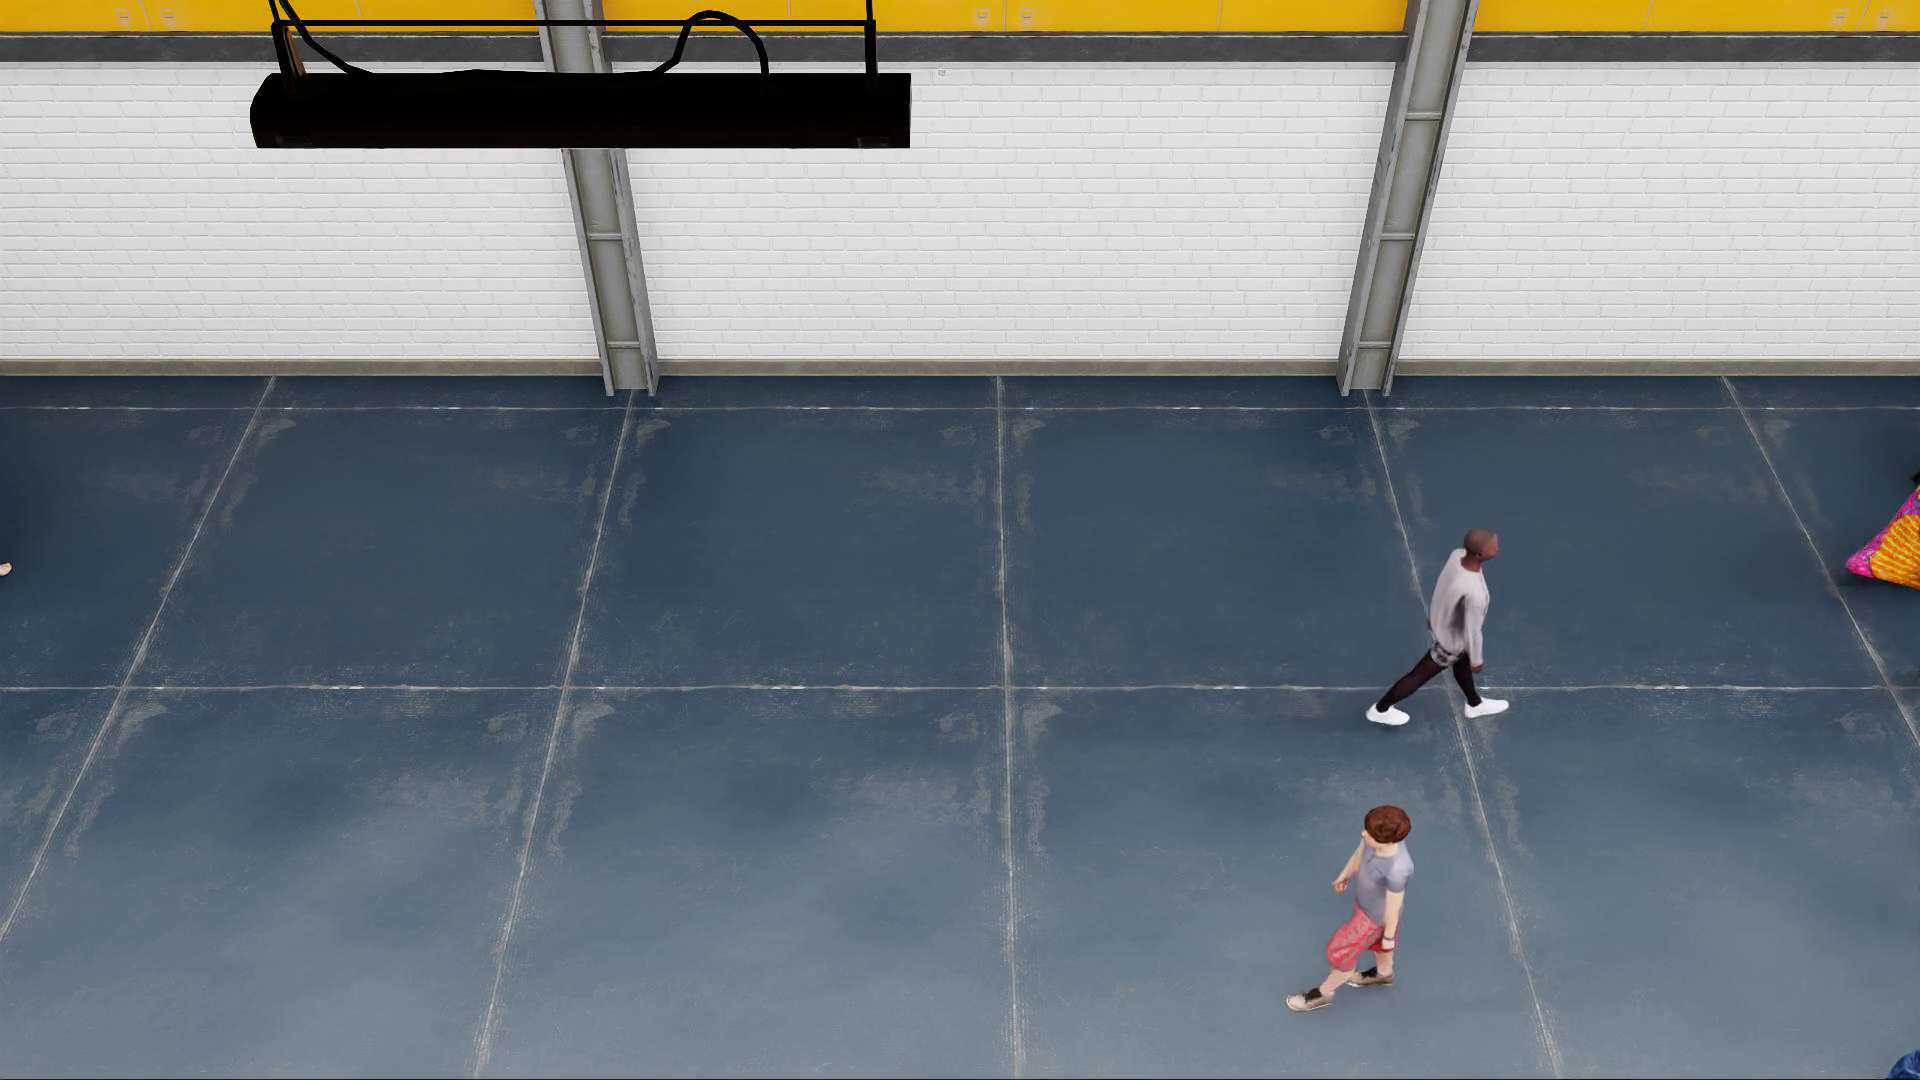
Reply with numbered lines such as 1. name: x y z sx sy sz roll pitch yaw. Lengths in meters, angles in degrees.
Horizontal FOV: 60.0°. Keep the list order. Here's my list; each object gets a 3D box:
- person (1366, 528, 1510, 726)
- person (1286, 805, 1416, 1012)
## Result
1. person: 2.987 0.605 10.452 1.152 1.724 0.646 -1 44 -1
2. person: 2.344 2.002 9.056 0.890 1.626 0.631 -2 44 -2
